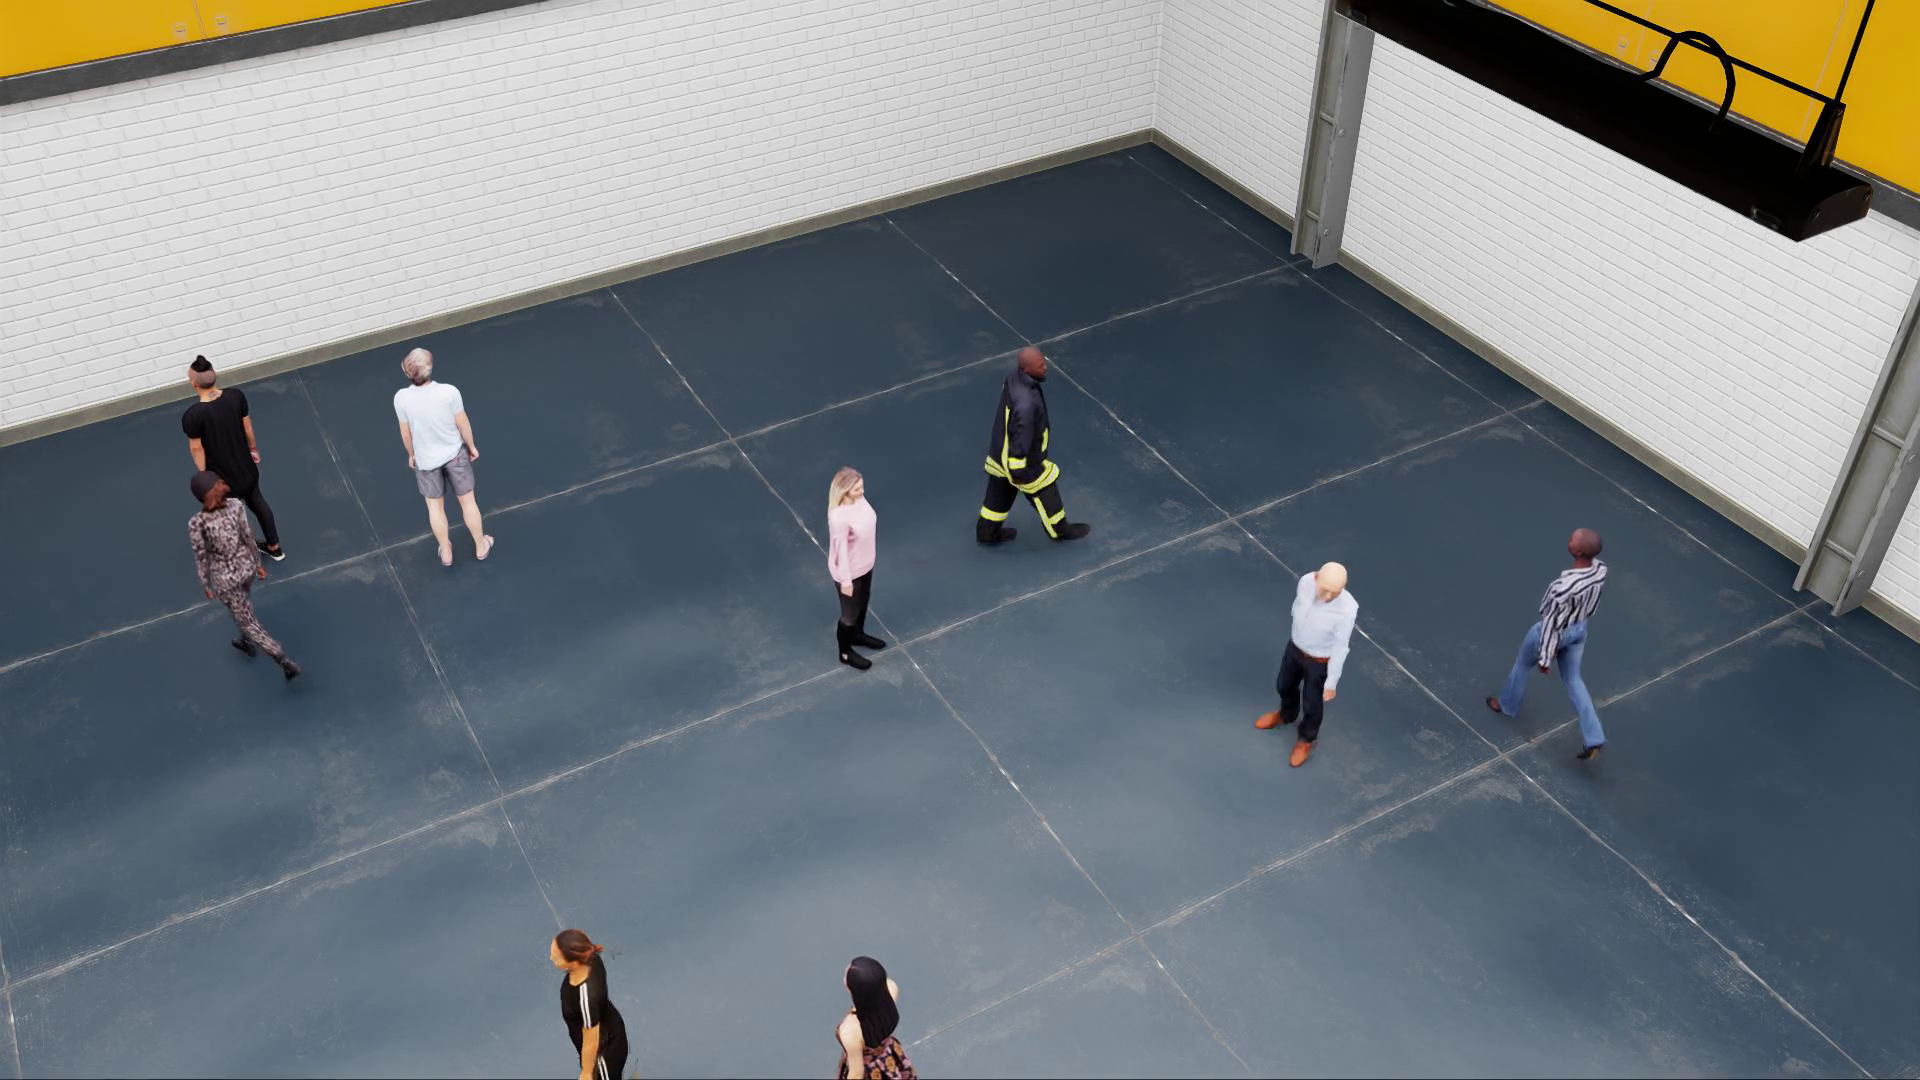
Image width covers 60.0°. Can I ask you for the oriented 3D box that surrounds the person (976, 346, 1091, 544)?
[{"bbox_3d":[0.364,-0.669,12.446,1.064,1.783,1.165,-6,39,-8],"label":"person"}]

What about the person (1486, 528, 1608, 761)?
[{"bbox_3d":[3.964,0.694,10.761,0.667,1.757,1.131,-22,43,-25],"label":"person"}]

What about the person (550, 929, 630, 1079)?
[{"bbox_3d":[-1.804,2.541,8.524,0.773,1.660,0.771,-10,40,-12],"label":"person"}]

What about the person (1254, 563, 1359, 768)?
[{"bbox_3d":[2.275,0.742,10.708,0.871,1.748,0.651,-16,41,-19],"label":"person"}]

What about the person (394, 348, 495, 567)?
[{"bbox_3d":[-3.855,-0.608,12.332,0.721,1.830,0.650,-8,39,-10],"label":"person"}]

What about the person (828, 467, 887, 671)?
[{"bbox_3d":[-0.760,0.173,11.473,0.739,1.682,0.689,12,40,15],"label":"person"}]

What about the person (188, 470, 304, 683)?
[{"bbox_3d":[-4.901,0.282,11.333,1.165,1.687,0.896,23,44,26],"label":"person"}]

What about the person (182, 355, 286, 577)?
[{"bbox_3d":[-5.378,-0.565,12.248,0.766,1.868,0.763,20,43,23],"label":"person"}]

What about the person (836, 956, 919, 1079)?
[{"bbox_3d":[-0.441,2.660,8.286,0.828,1.773,0.792,20,43,23],"label":"person"}]
